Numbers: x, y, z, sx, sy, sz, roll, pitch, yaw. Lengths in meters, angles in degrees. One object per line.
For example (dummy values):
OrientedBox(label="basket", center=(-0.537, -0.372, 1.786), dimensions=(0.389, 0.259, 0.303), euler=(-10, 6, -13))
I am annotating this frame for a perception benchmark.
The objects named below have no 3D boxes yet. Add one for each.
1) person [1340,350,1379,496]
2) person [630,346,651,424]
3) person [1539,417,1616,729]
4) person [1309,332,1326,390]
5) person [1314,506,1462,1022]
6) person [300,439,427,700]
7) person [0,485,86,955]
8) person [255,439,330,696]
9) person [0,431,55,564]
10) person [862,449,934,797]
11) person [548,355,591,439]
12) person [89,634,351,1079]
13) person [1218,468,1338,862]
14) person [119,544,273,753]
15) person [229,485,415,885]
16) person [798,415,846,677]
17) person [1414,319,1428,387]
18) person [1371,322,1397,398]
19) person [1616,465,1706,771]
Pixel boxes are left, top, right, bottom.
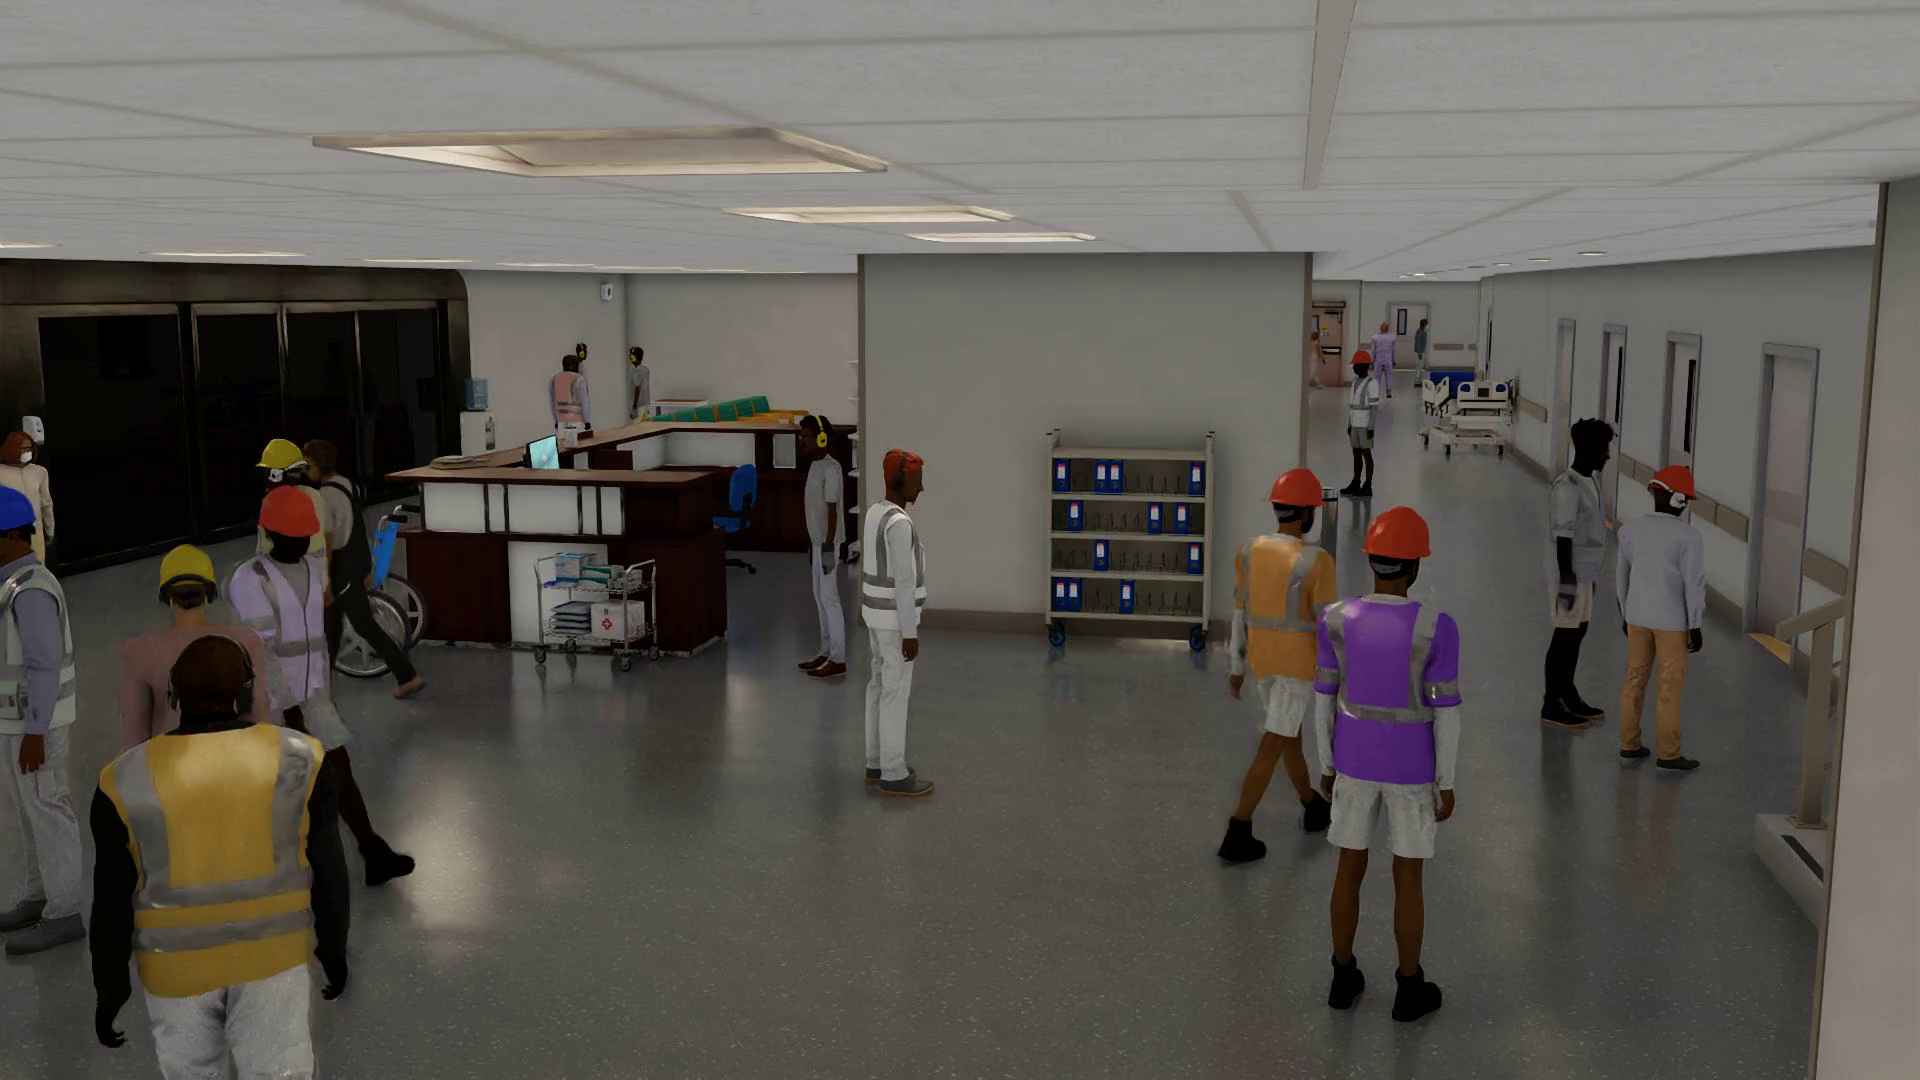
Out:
OrientedBox(label="person", center=(5.315, -1.544, 22.067), dimensions=(0.372, 1.939, 0.544), euler=(-3, 9, -18))
OrientedBox(label="person", center=(-4.937, -2.045, 25.634), dimensions=(0.317, 1.865, 0.523), euler=(2, 9, 14))
OrientedBox(label="person", center=(3.866, 0.203, 10.428), dimensions=(0.385, 1.955, 0.608), euler=(6, 10, 34))
OrientedBox(label="person", center=(9.671, -4.865, 45.262), dimensions=(0.875, 1.591, 0.529), euler=(-4, 9, -23))
OrientedBox(label="person", center=(1.606, 0.838, 6.263), dimensions=(0.545, 1.938, 0.361), euler=(5, 10, 31))
OrientedBox(label="person", center=(-4.022, 0.207, 10.988), dimensions=(0.969, 1.789, 0.565), euler=(0, 9, -1))
OrientedBox(label="person", center=(-3.897, 0.733, 6.935), dimensions=(0.391, 1.944, 0.603), euler=(-7, 11, -39))
OrientedBox(label="person", center=(-4.104, 0.293, 10.219), dimensions=(0.404, 1.834, 0.592), euler=(1, 9, 4))
OrientedBox(label="person", center=(-7.446, -0.053, 13.223), dimensions=(0.284, 1.628, 0.504), euler=(5, 10, 29))
OrientedBox(label="person", center=(-0.356, 0.446, 9.041), dimensions=(0.338, 1.880, 0.585), euler=(-3, 9, -19))
OrientedBox(label="person", center=(-5.400, -1.659, 23.173), dimensions=(0.619, 1.838, 0.430), euler=(4, 9, 22))
OrientedBox(label="person", center=(-2.001, 1.170, 4.553), dimensions=(0.661, 1.802, 0.873), euler=(-4, 9, -25))
OrientedBox(label="person", center=(1.600, 0.593, 8.082), dimensions=(1.013, 1.883, 0.568), euler=(-7, 11, -39))
OrientedBox(label="person", center=(-2.951, 0.900, 6.456), dimensions=(0.541, 1.753, 0.535), euler=(-4, 9, -23))
OrientedBox(label="person", center=(-3.009, 0.681, 7.560), dimensions=(0.993, 1.866, 0.536), euler=(4, 9, 25))
OrientedBox(label="person", center=(-0.982, 0.039, 11.827), dimensions=(0.326, 1.862, 0.507), euler=(-3, 9, -19))
OrientedBox(label="person", center=(12.920, -5.238, 46.625), dimensions=(0.373, 1.928, 0.639), euler=(4, 9, 22))
OrientedBox(label="person", center=(10.720, -4.545, 42.090), dimensions=(0.641, 1.908, 0.407), euler=(2, 9, 10))
OrientedBox(label="person", center=(4.034, 0.441, 9.537), dimensions=(0.340, 1.742, 0.560), euler=(-5, 10, -28))
